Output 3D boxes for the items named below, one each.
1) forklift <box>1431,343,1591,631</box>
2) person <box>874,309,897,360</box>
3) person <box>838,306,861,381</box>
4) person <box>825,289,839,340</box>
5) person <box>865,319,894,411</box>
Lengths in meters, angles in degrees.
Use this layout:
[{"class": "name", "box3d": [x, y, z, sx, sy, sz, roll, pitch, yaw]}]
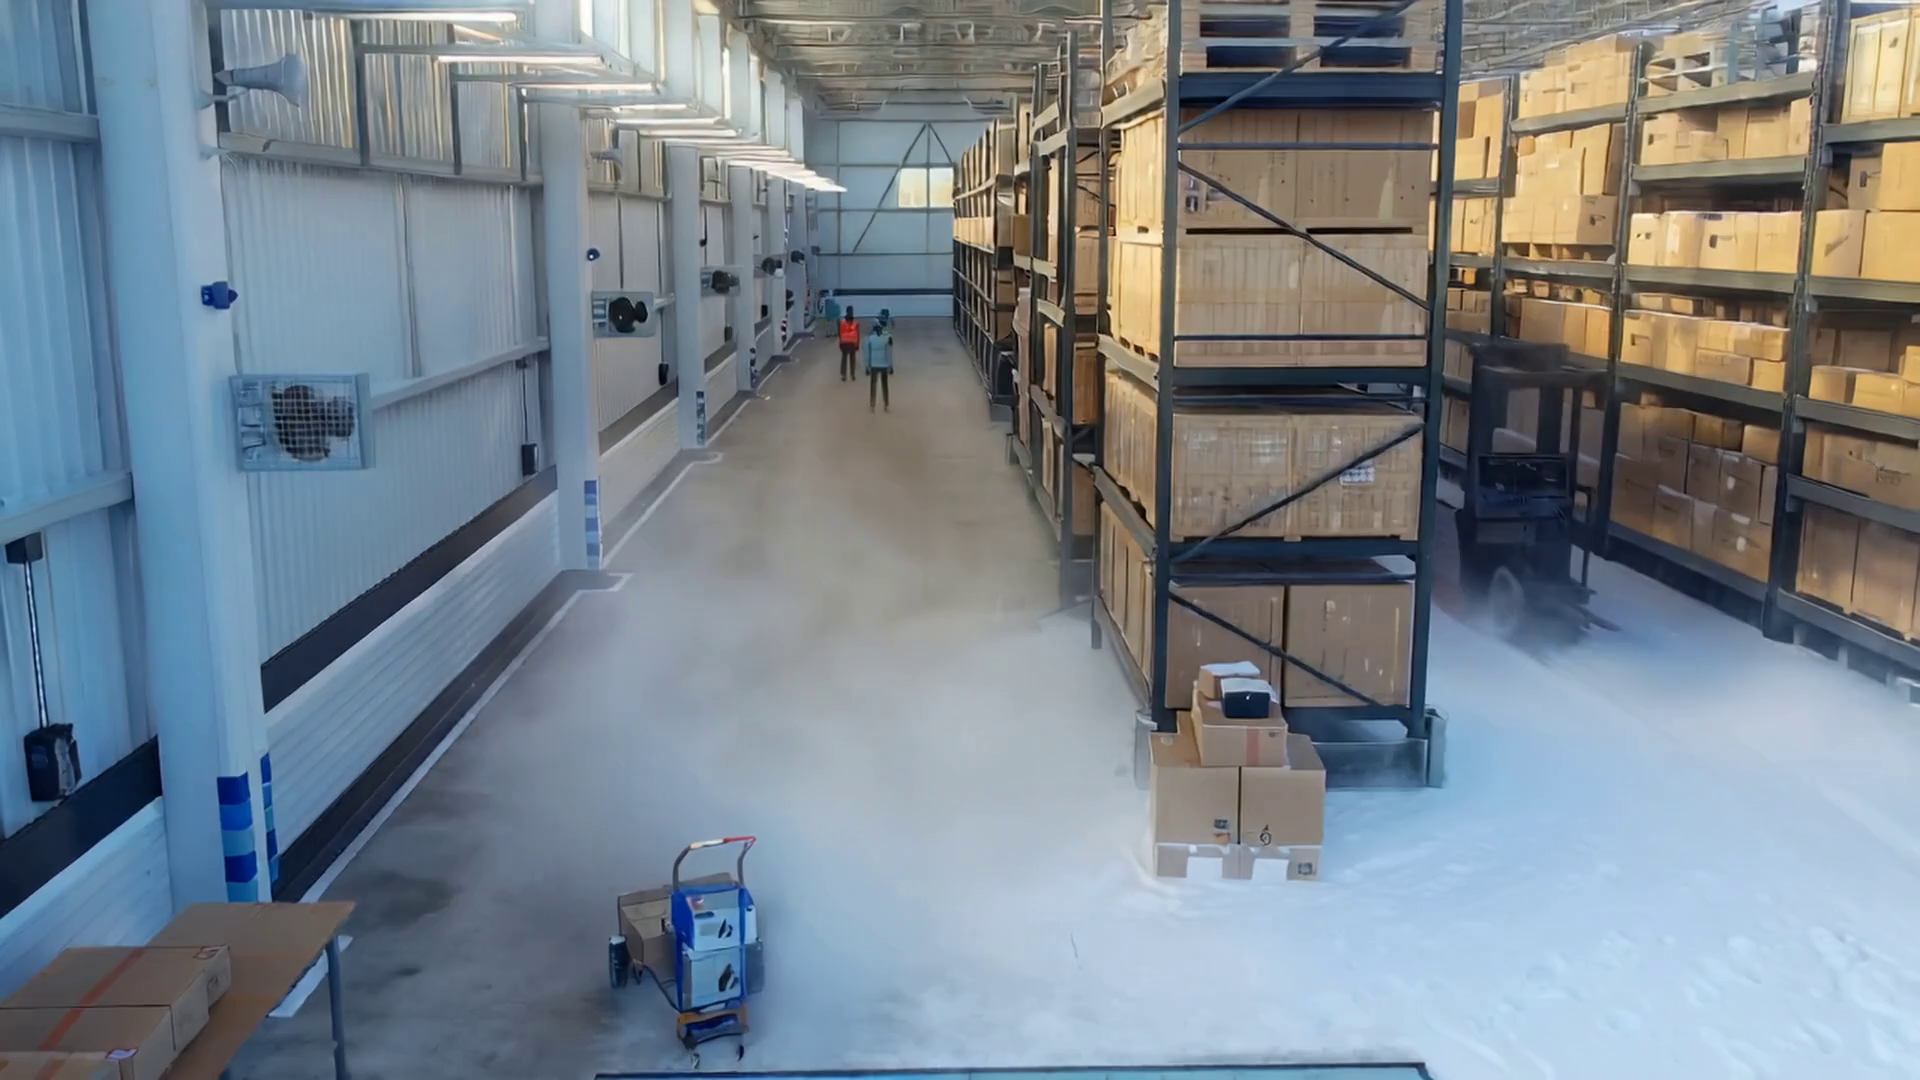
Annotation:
[{"class": "forklift", "box3d": [5.665, -0.630, 17.128, 1.129, 2.768, 1.873, 0, 11, -2]}, {"class": "person", "box3d": [-1.923, -5.068, 43.046, 0.586, 1.790, 0.964, -2, 11, -9]}, {"class": "person", "box3d": [-2.827, -5.020, 42.494, 0.589, 1.912, 0.397, -4, 12, -21]}, {"class": "person", "box3d": [-4.361, -7.702, 56.909, 0.483, 1.735, 0.311, -4, 12, -19]}, {"class": "person", "box3d": [-1.728, -3.742, 35.661, 0.621, 1.985, 0.407, -2, 11, -8]}]
